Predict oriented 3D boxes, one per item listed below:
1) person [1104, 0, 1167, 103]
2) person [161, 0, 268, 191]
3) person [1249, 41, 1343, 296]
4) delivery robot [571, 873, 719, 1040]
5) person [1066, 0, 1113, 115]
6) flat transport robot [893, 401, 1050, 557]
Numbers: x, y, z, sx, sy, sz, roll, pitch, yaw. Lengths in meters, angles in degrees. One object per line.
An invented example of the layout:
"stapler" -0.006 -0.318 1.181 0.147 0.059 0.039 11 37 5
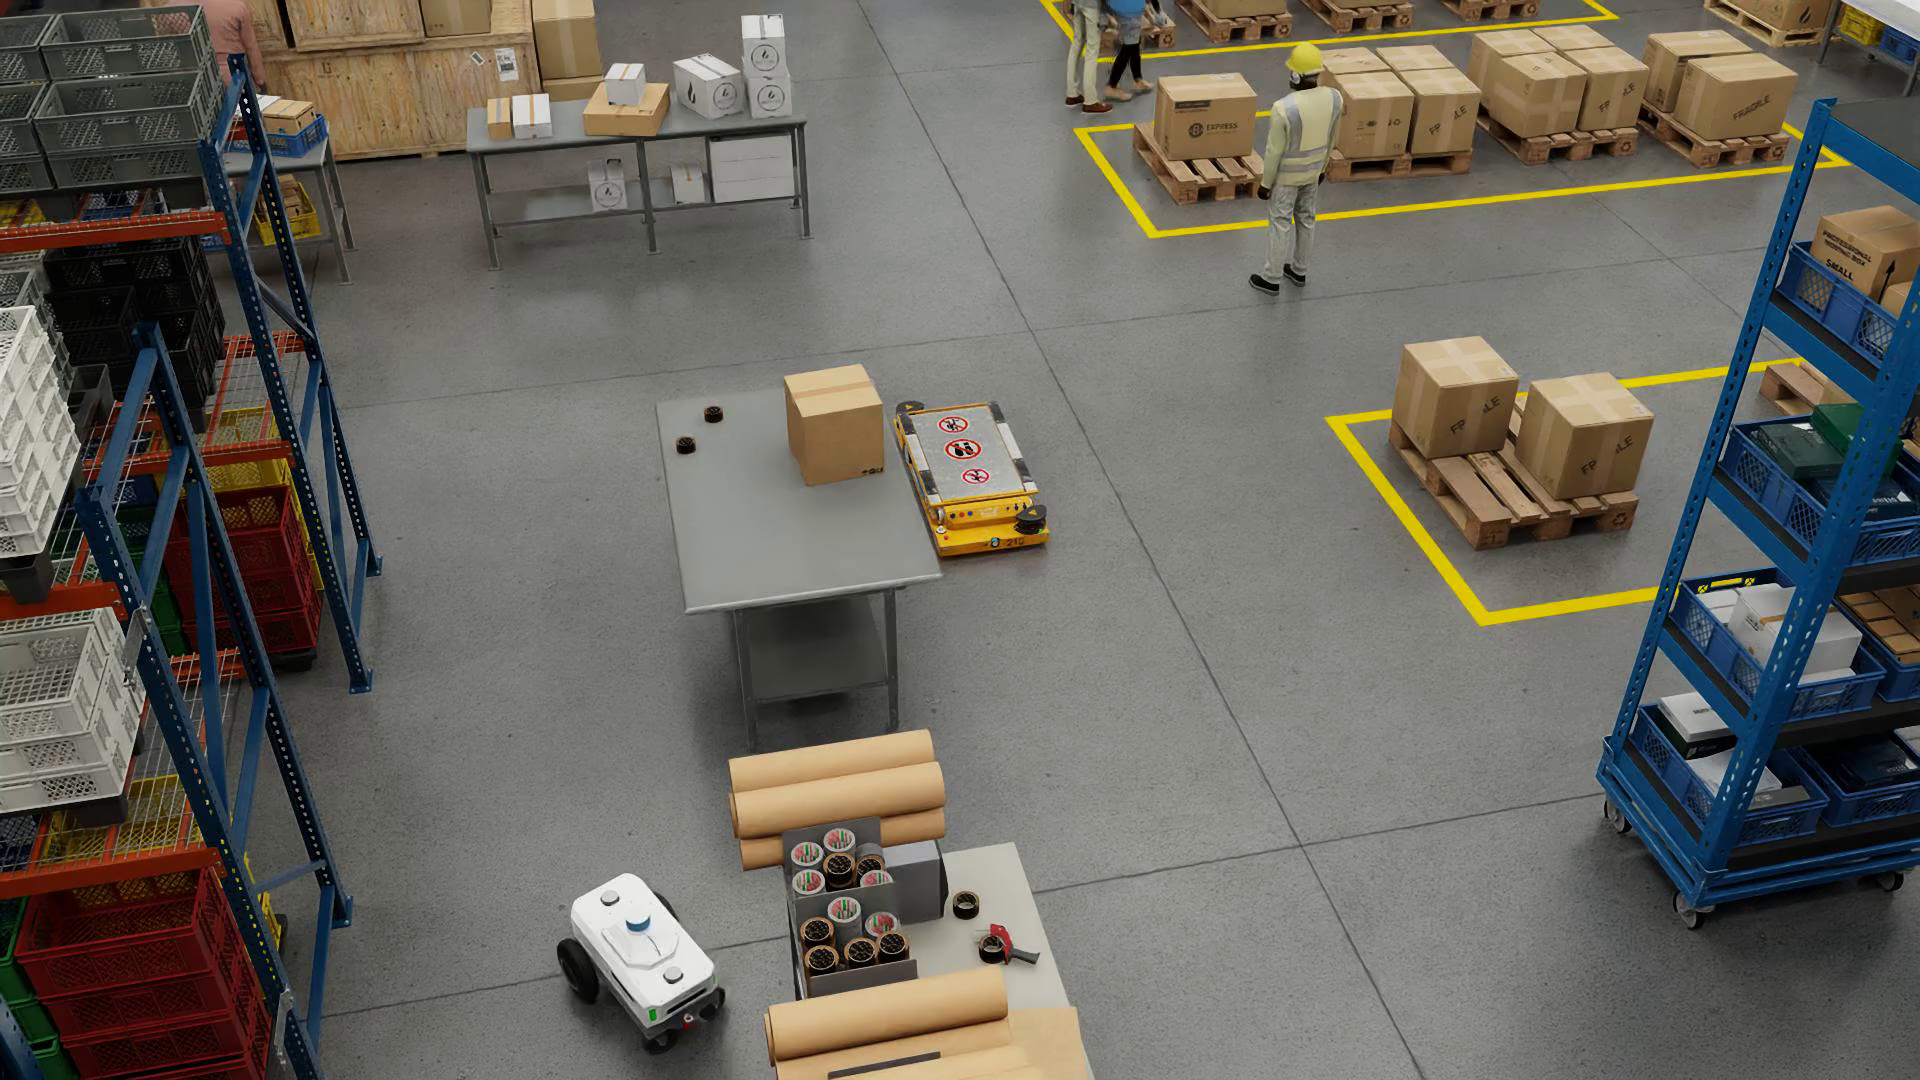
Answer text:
"person" 1.558 -4.694 14.675 0.548 1.665 0.614 -13 39 -17
"person" -5.783 -3.615 13.042 0.643 1.899 0.397 -9 38 -11
"person" 2.355 -2.613 11.741 0.590 1.835 0.404 -19 41 -24
"delivery robot" -1.313 1.715 6.913 0.477 0.478 0.707 -26 44 -30
"person" 1.128 -4.657 14.463 0.333 1.868 0.515 -21 42 -26
"flat transport robot" 0.046 -0.430 10.108 0.652 0.197 1.431 -8 37 -10
